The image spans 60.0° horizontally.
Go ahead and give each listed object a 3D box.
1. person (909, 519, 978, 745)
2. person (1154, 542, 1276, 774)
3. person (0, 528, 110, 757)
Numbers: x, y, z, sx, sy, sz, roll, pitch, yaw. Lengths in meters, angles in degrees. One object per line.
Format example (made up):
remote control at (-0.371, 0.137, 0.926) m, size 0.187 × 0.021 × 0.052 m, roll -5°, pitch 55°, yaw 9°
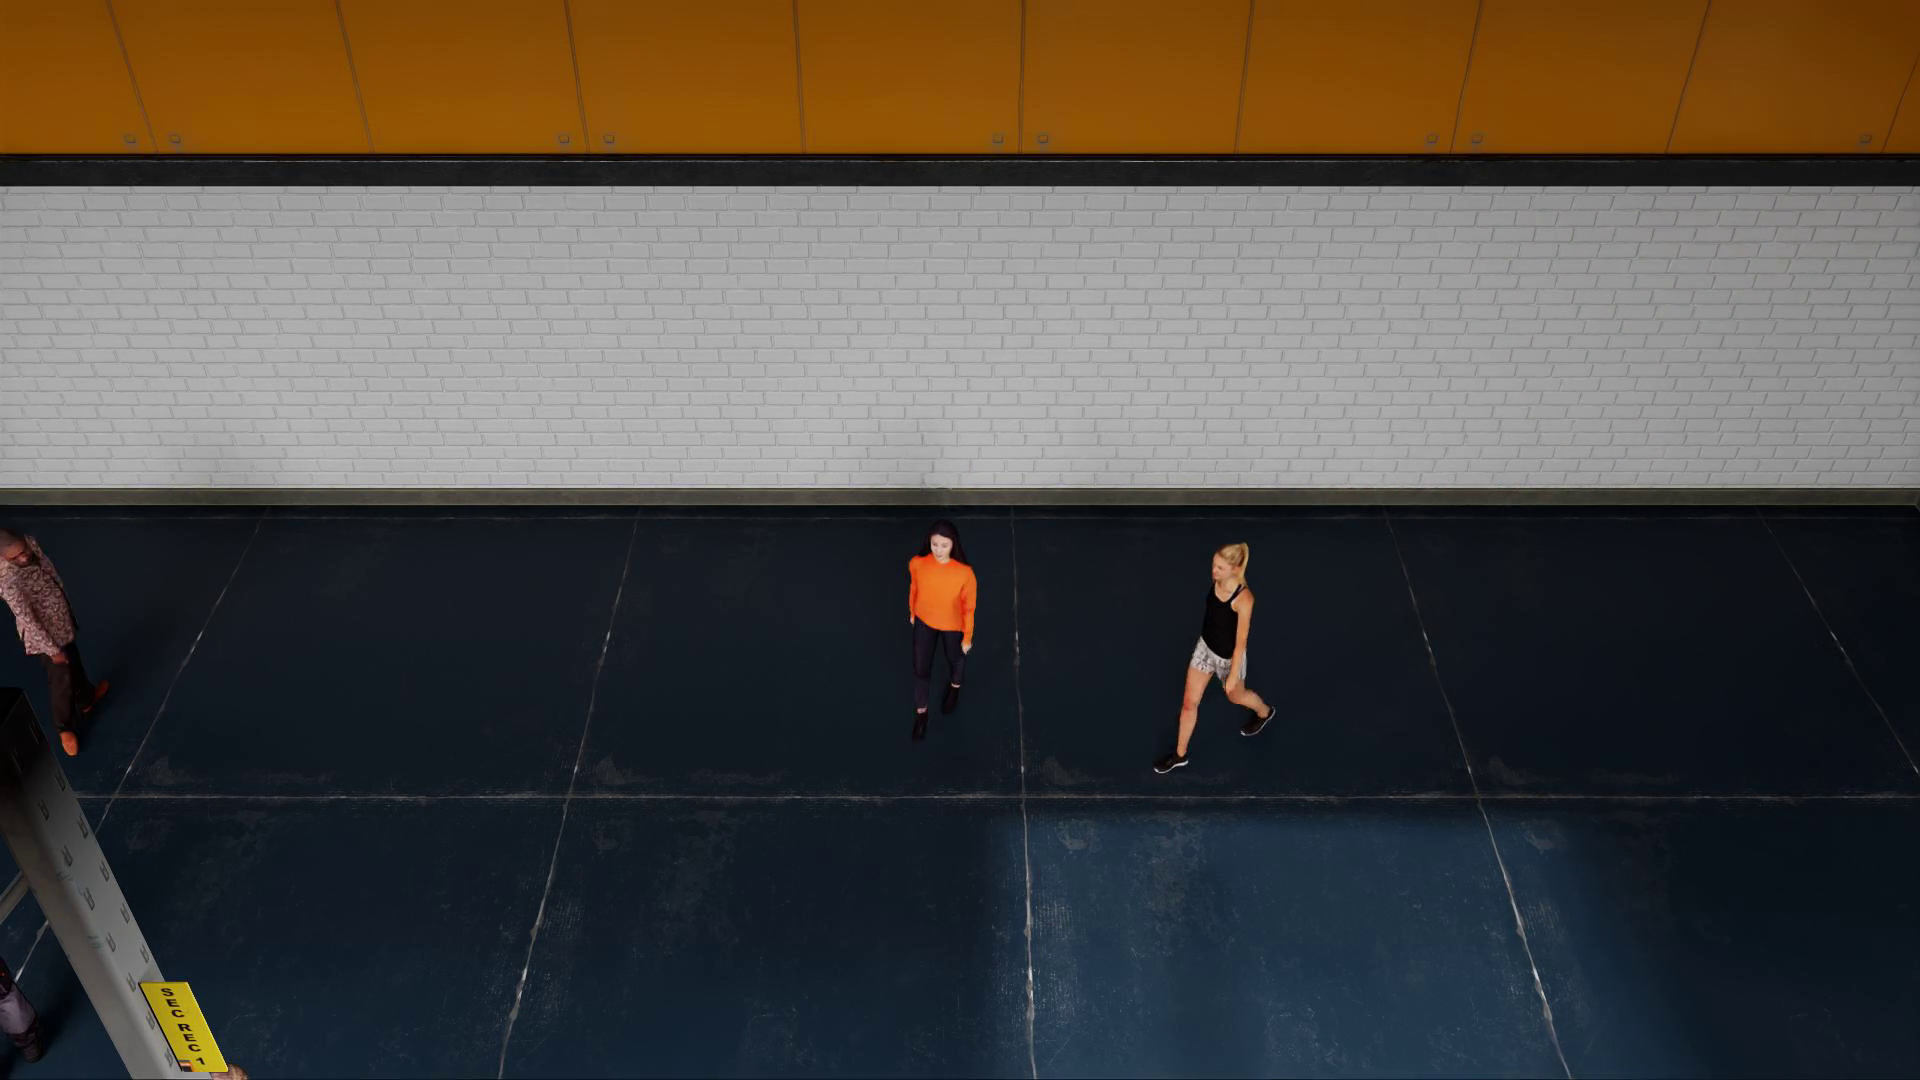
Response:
person at (-0.098, 0.500, 11.072) m, size 0.796 × 1.730 × 0.933 m, roll 11°, pitch 40°, yaw 14°
person at (1.773, 0.710, 10.751) m, size 1.054 × 1.801 × 1.204 m, roll -20°, pitch 43°, yaw -23°
person at (-6.048, 0.530, 10.995) m, size 1.004 × 1.778 × 0.653 m, roll -17°, pitch 42°, yaw -20°
